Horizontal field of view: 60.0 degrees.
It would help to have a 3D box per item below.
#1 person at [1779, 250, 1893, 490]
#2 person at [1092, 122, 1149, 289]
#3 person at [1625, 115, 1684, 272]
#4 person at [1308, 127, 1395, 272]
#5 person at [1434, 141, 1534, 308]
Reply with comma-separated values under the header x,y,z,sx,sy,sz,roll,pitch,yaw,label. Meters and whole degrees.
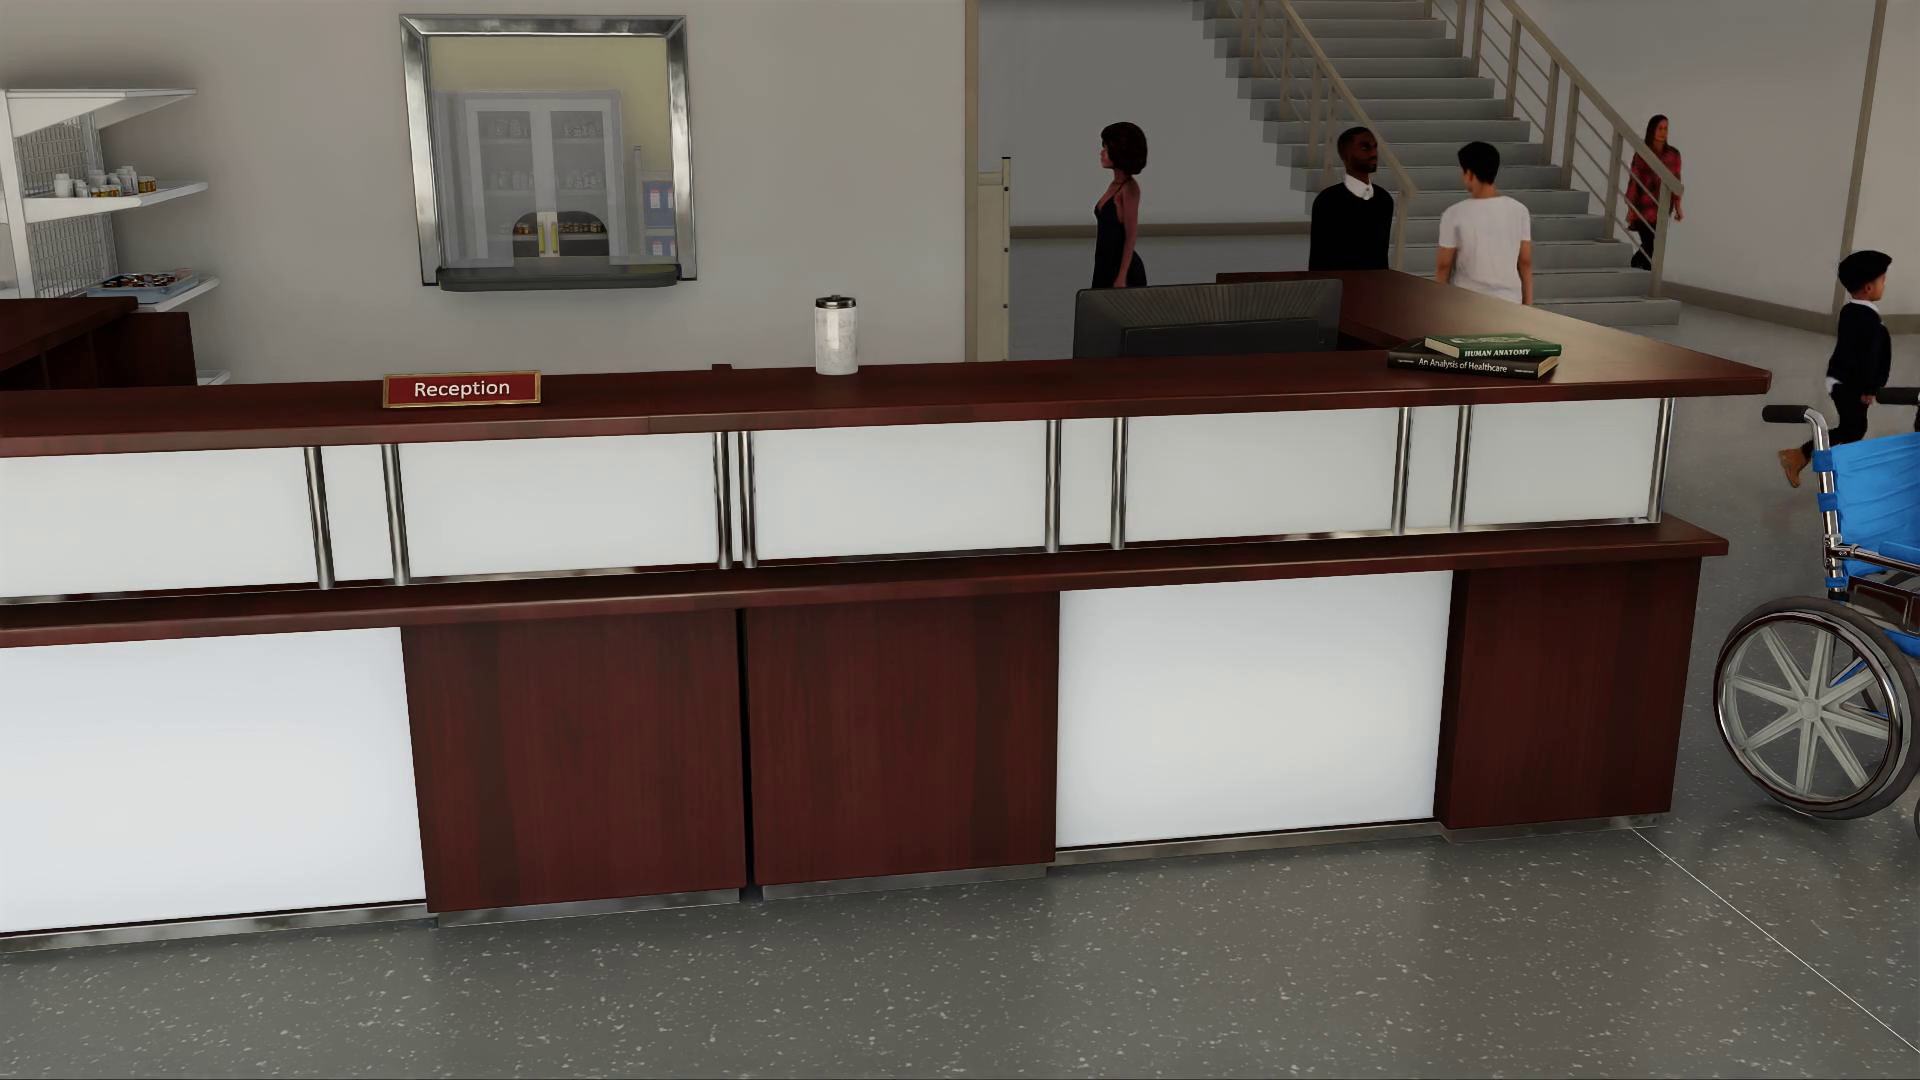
x,y,z,sx,sy,sz,roll,pitch,yaw,label
4.395,-0.816,8.271,0.689,1.212,0.783,1,16,4,person
0.935,-1.538,9.770,0.616,1.790,0.483,-4,16,-13,person
6.166,-2.927,14.921,0.651,1.667,1.074,-4,16,-14,person
1.940,-1.157,8.382,0.686,1.809,0.621,-7,17,-23,person
2.759,-1.200,8.681,0.712,1.699,0.668,1,16,3,person
